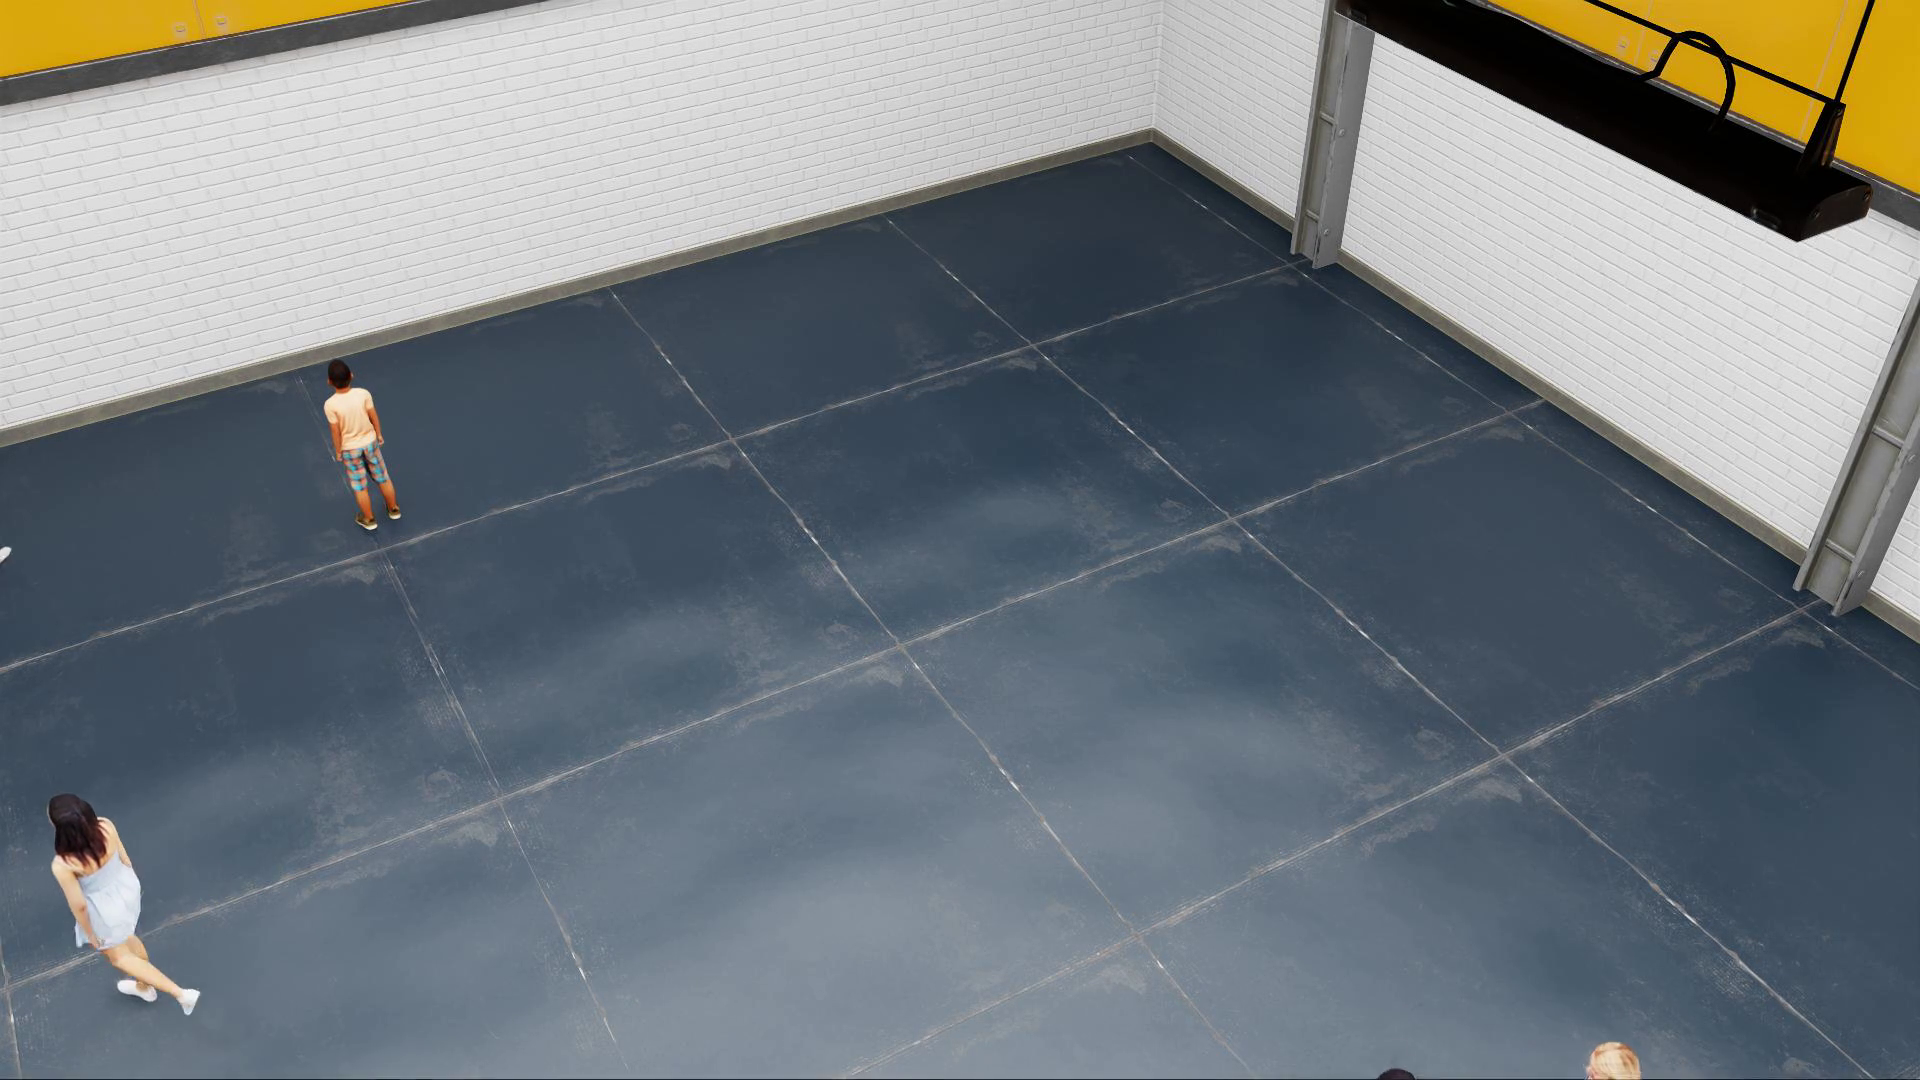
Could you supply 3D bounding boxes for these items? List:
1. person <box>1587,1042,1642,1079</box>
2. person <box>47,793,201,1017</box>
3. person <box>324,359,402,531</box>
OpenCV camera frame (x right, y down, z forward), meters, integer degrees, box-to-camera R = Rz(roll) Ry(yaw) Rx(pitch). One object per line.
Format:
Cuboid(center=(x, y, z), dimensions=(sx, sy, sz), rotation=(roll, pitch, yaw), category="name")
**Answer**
Cuboid(center=(2.948, 2.977, 7.828), dimensions=(0.930, 1.850, 0.839), rotation=(5, 39, 6), category="person")
Cuboid(center=(-4.591, 2.032, 9.118), dimensions=(1.015, 1.716, 0.908), rotation=(14, 41, 17), category="person")
Cuboid(center=(-4.624, -0.737, 12.790), dimensions=(0.562, 1.461, 0.522), rotation=(-28, 46, -30), category="person")
